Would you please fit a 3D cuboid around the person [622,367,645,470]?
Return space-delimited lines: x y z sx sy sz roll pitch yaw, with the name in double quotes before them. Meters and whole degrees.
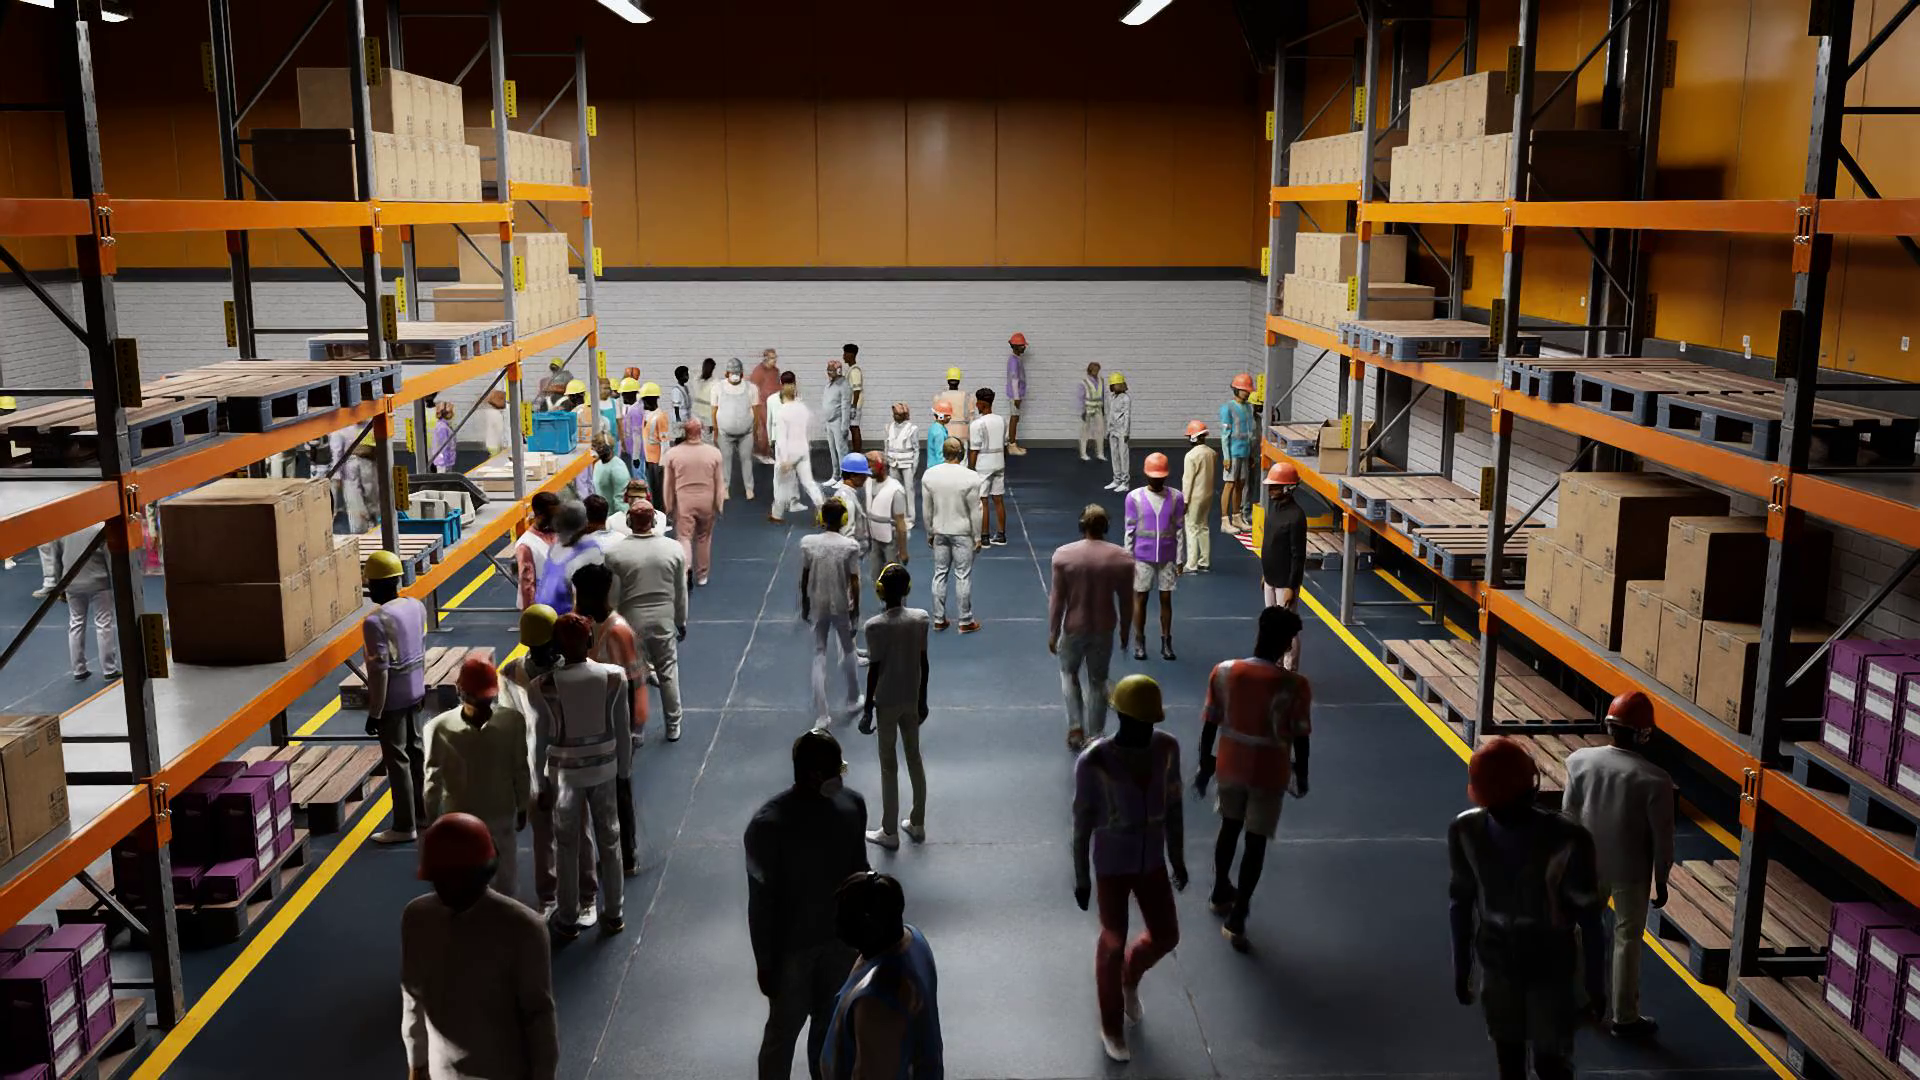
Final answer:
"person" -4.641 -1.526 23.678 0.355 1.884 0.575 -1 11 -7

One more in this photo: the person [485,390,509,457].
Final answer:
"person" -6.419 -1.279 23.108 0.347 1.612 0.523 -7 13 -30

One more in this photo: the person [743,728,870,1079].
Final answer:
"person" -0.645 1.738 7.207 0.627 1.932 0.371 -10 15 -42

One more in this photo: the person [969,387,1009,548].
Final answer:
"person" 0.337 -0.881 20.273 0.611 1.958 0.368 -10 15 -42

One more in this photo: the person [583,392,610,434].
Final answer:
"person" -4.787 -1.056 21.674 0.488 1.743 0.317 -2 12 -11

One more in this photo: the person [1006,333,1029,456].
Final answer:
"person" 0.963 -2.440 27.861 0.378 2.044 0.607 0 11 2

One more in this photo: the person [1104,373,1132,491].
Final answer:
"person" 2.304 -1.581 24.340 0.326 1.735 0.490 -7 13 -30

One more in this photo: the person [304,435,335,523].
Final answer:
"person" -8.323 -1.008 21.573 0.320 1.694 0.535 -1 11 -6

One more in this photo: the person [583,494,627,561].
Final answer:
"person" -2.779 0.593 13.002 0.386 1.904 0.604 7 13 33

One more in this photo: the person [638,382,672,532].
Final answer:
"person" -3.880 -1.047 21.167 0.385 1.928 0.589 -6 13 -29

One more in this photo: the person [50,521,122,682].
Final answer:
"person" -7.603 0.371 14.519 0.569 1.743 0.349 0 11 -2

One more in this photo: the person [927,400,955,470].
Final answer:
"person" -0.232 -0.889 20.851 0.353 1.739 0.573 -1 11 -7

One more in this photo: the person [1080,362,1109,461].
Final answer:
"person" 2.190 -2.083 27.103 0.557 1.616 0.665 -7 13 -32

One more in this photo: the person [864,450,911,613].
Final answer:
"person" -0.702 0.027 16.057 0.445 1.823 0.626 -8 14 -34

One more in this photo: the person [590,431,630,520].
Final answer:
"person" -3.477 -0.139 16.644 0.386 1.927 0.640 -8 14 -33

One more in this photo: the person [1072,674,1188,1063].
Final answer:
"person" 0.822 1.561 8.126 0.629 1.912 0.468 -6 13 -28

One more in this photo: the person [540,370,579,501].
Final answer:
"person" -5.271 -1.293 22.117 0.685 2.000 1.044 8 14 34

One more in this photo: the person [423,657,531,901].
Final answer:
"person" -2.595 1.480 8.982 0.572 1.734 0.524 -4 12 -19

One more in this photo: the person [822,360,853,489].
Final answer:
"person" -1.830 -1.710 24.577 0.400 1.900 0.642 -6 13 -30

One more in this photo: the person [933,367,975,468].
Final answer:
"person" -0.081 -1.437 23.124 0.586 1.927 0.369 -1 11 -6

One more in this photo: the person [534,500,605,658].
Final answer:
"person" -2.947 0.596 12.646 0.581 2.000 0.767 -8 14 -34

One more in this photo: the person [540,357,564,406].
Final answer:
"person" -6.434 -2.035 26.584 0.532 1.758 0.341 0 11 1

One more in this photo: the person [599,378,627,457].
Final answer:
"person" -4.832 -1.304 22.715 0.443 1.828 0.518 10 15 40

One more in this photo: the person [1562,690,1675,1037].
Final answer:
"person" 3.295 1.602 8.326 0.337 1.748 0.574 -10 15 -40

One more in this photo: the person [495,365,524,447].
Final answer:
"person" -7.225 -2.126 26.721 0.353 1.877 0.573 6 13 27

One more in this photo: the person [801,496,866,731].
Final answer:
"person" -1.030 0.558 13.373 0.542 1.835 0.872 2 11 8

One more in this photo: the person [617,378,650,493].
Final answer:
"person" -4.278 -1.179 21.866 0.392 1.918 0.591 -2 12 -12

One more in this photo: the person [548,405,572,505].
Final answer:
"person" -5.195 -0.920 21.331 0.494 1.617 0.505 0 11 1

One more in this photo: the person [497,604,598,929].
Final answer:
"person" -2.332 1.285 9.517 0.594 1.912 0.399 -1 11 -4

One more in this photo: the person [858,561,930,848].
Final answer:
"person" -0.427 1.058 10.755 0.521 1.873 0.328 -8 14 -36

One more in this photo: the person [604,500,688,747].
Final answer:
"person" -2.417 0.635 12.790 0.652 1.906 0.403 -5 12 -25
